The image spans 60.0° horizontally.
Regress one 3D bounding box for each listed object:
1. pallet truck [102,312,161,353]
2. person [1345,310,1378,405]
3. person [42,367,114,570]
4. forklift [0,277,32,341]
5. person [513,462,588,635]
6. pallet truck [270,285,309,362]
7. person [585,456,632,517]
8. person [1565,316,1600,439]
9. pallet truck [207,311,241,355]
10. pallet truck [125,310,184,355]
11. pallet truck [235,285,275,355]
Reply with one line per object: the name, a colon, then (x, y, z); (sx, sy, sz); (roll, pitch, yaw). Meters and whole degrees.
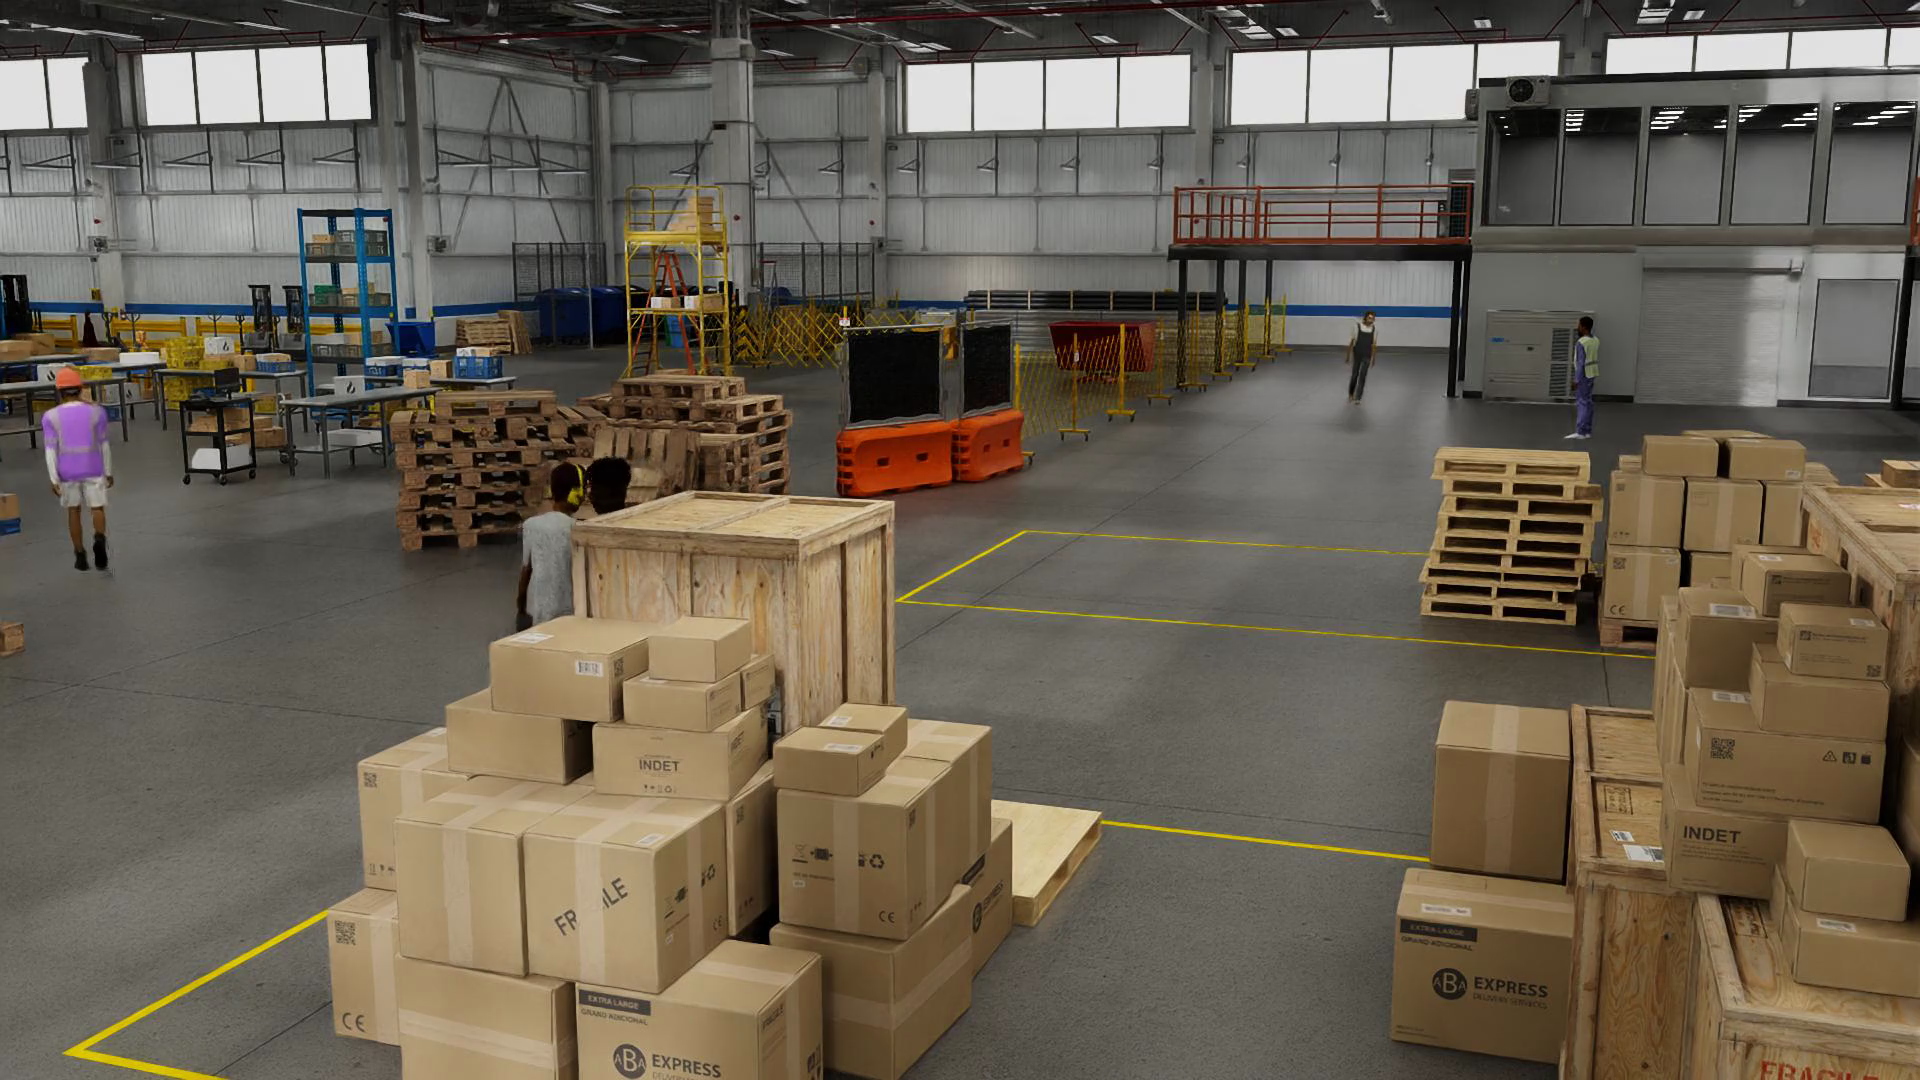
pallet truck: (-23.057, -5.777, 46.261); (0.680, 1.201, 1.601); (3, 11, 19)
person: (7.628, -3.464, 31.595); (0.602, 1.810, 0.416); (0, 10, -2)
person: (-8.135, -0.638, 15.374); (0.556, 1.917, 0.661); (-6, 12, -30)
forklift: (-27.151, -6.329, 46.328); (1.157, 1.987, 2.680); (3, 11, 17)
person: (-2.318, 0.480, 9.376); (0.522, 1.828, 0.784); (6, 12, 30)
pallet truck: (-17.147, -5.700, 43.663); (0.823, 1.965, 1.885); (3, 11, 17)
person: (-1.784, 0.488, 9.020); (0.610, 1.937, 0.916); (6, 12, 29)
person: (9.791, -2.537, 26.074); (0.391, 1.920, 0.593); (9, 13, 41)
pallet truck: (-19.537, -5.575, 44.913); (0.653, 1.274, 1.630); (3, 11, 19)
pallet truck: (-22.038, -5.665, 45.457); (0.704, 1.261, 1.522); (3, 11, 17)
pallet truck: (-18.327, -5.835, 44.421); (0.823, 1.965, 1.885); (4, 11, 23)
